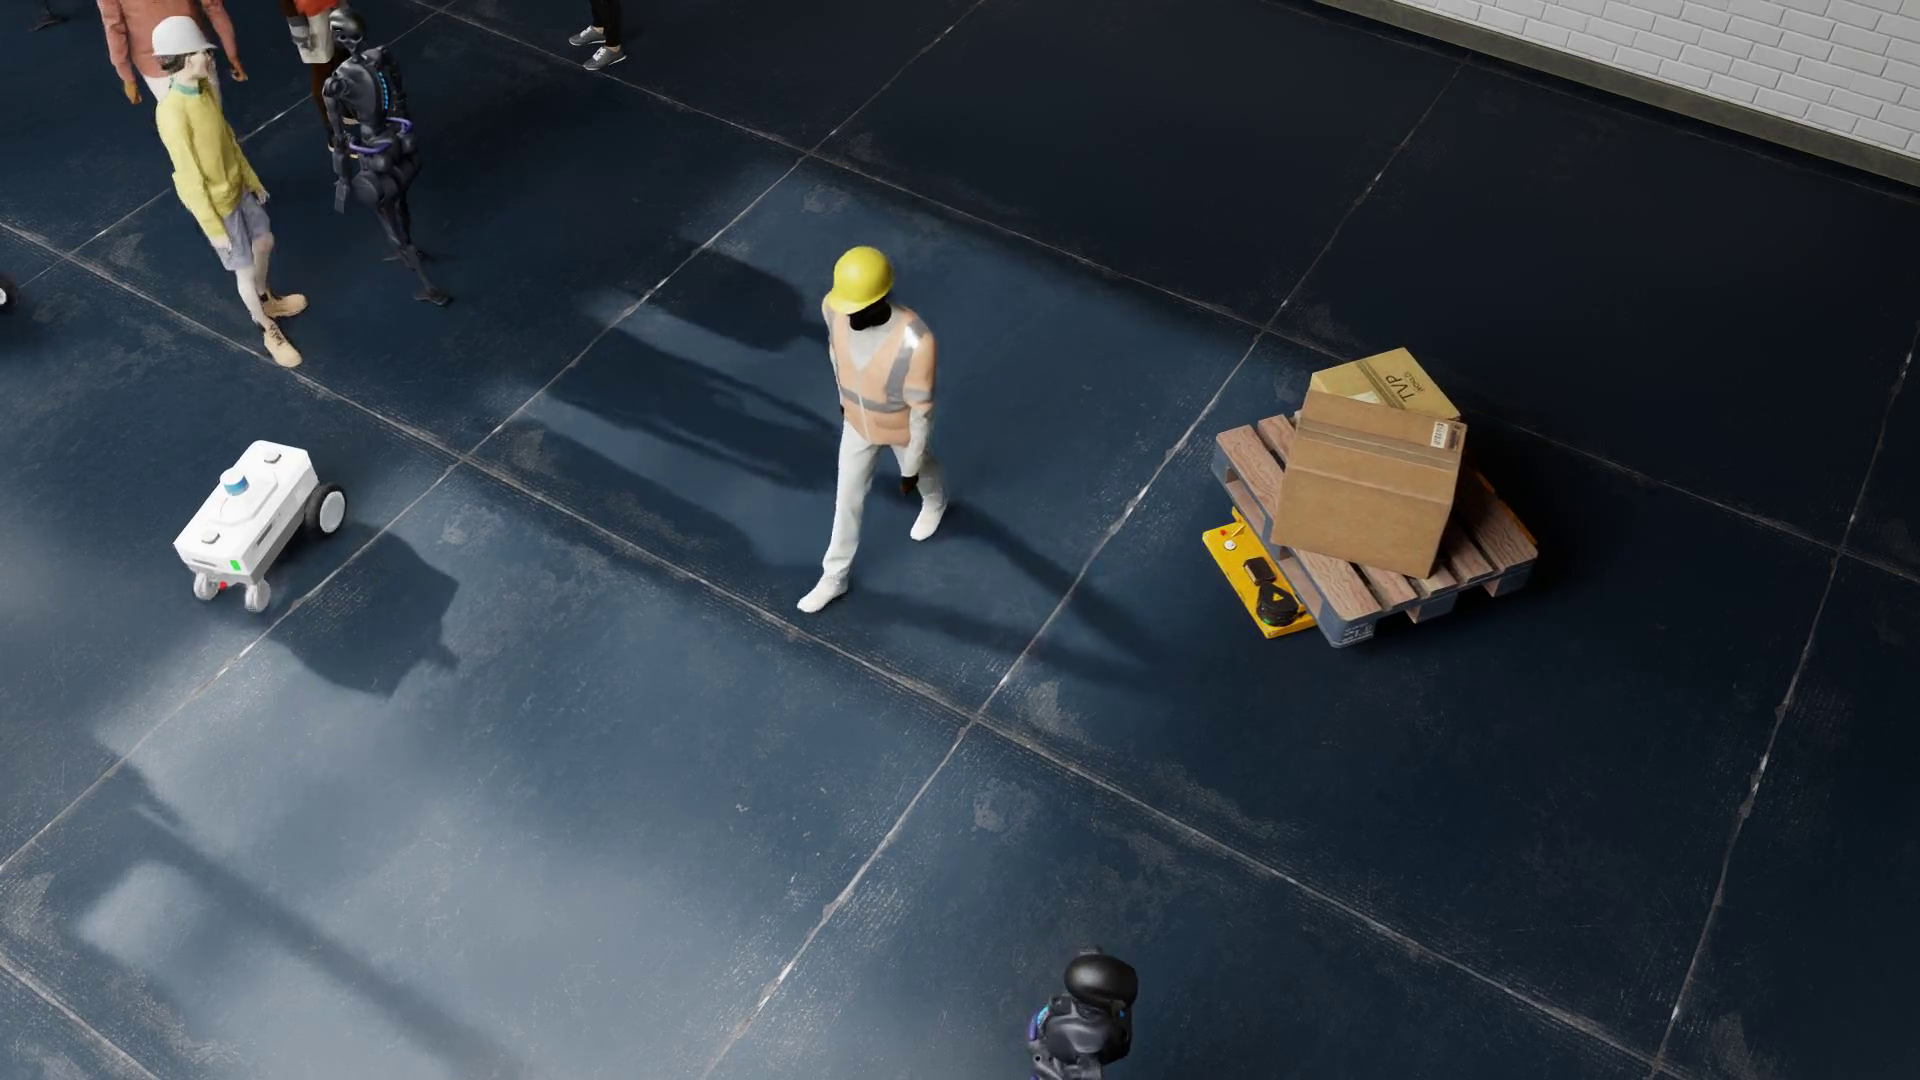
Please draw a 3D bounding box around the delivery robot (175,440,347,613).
[{"bbox_3d":[-3.269,-0.108,7.727,0.499,0.605,0.788,12,50,10],"label":"delivery robot"}]

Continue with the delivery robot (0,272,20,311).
[{"bbox_3d":[-5.434,-1.267,8.745,0.815,0.614,0.499,0,49,0],"label":"delivery robot"}]

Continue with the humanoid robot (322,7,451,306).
[{"bbox_3d":[-3.032,-1.976,8.628,0.608,1.636,0.613,19,51,16],"label":"humanoid robot"}]

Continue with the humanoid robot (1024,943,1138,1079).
[{"bbox_3d":[0.342,1.734,5.367,0.375,1.646,0.583,-1,49,-1],"label":"humanoid robot"}]

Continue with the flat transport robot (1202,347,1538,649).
[{"bbox_3d":[1.933,-0.018,7.831,1.431,0.231,0.659,-17,51,-14],"label":"flat transport robot"}]

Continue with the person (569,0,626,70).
[{"bbox_3d":[-2.295,-3.721,10.078,0.426,1.759,0.746,-18,51,-15],"label":"person"}]

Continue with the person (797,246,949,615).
[{"bbox_3d":[-0.352,-0.513,7.199,0.594,1.872,0.997,26,54,21],"label":"person"}]

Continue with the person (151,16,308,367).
[{"bbox_3d":[-3.661,-1.699,8.253,0.373,1.854,0.603,2,49,2],"label":"person"}]

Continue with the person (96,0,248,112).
[{"bbox_3d":[-4.157,-2.549,8.920,0.587,1.959,0.636,35,57,26],"label":"person"}]

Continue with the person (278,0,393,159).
[{"bbox_3d":[-3.645,-3.083,9.393,0.376,1.957,0.609,8,49,7],"label":"person"}]

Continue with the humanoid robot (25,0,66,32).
[{"bbox_3d":[-5.884,-4.008,10.394,0.576,1.638,0.608,-22,52,-18],"label":"humanoid robot"}]
